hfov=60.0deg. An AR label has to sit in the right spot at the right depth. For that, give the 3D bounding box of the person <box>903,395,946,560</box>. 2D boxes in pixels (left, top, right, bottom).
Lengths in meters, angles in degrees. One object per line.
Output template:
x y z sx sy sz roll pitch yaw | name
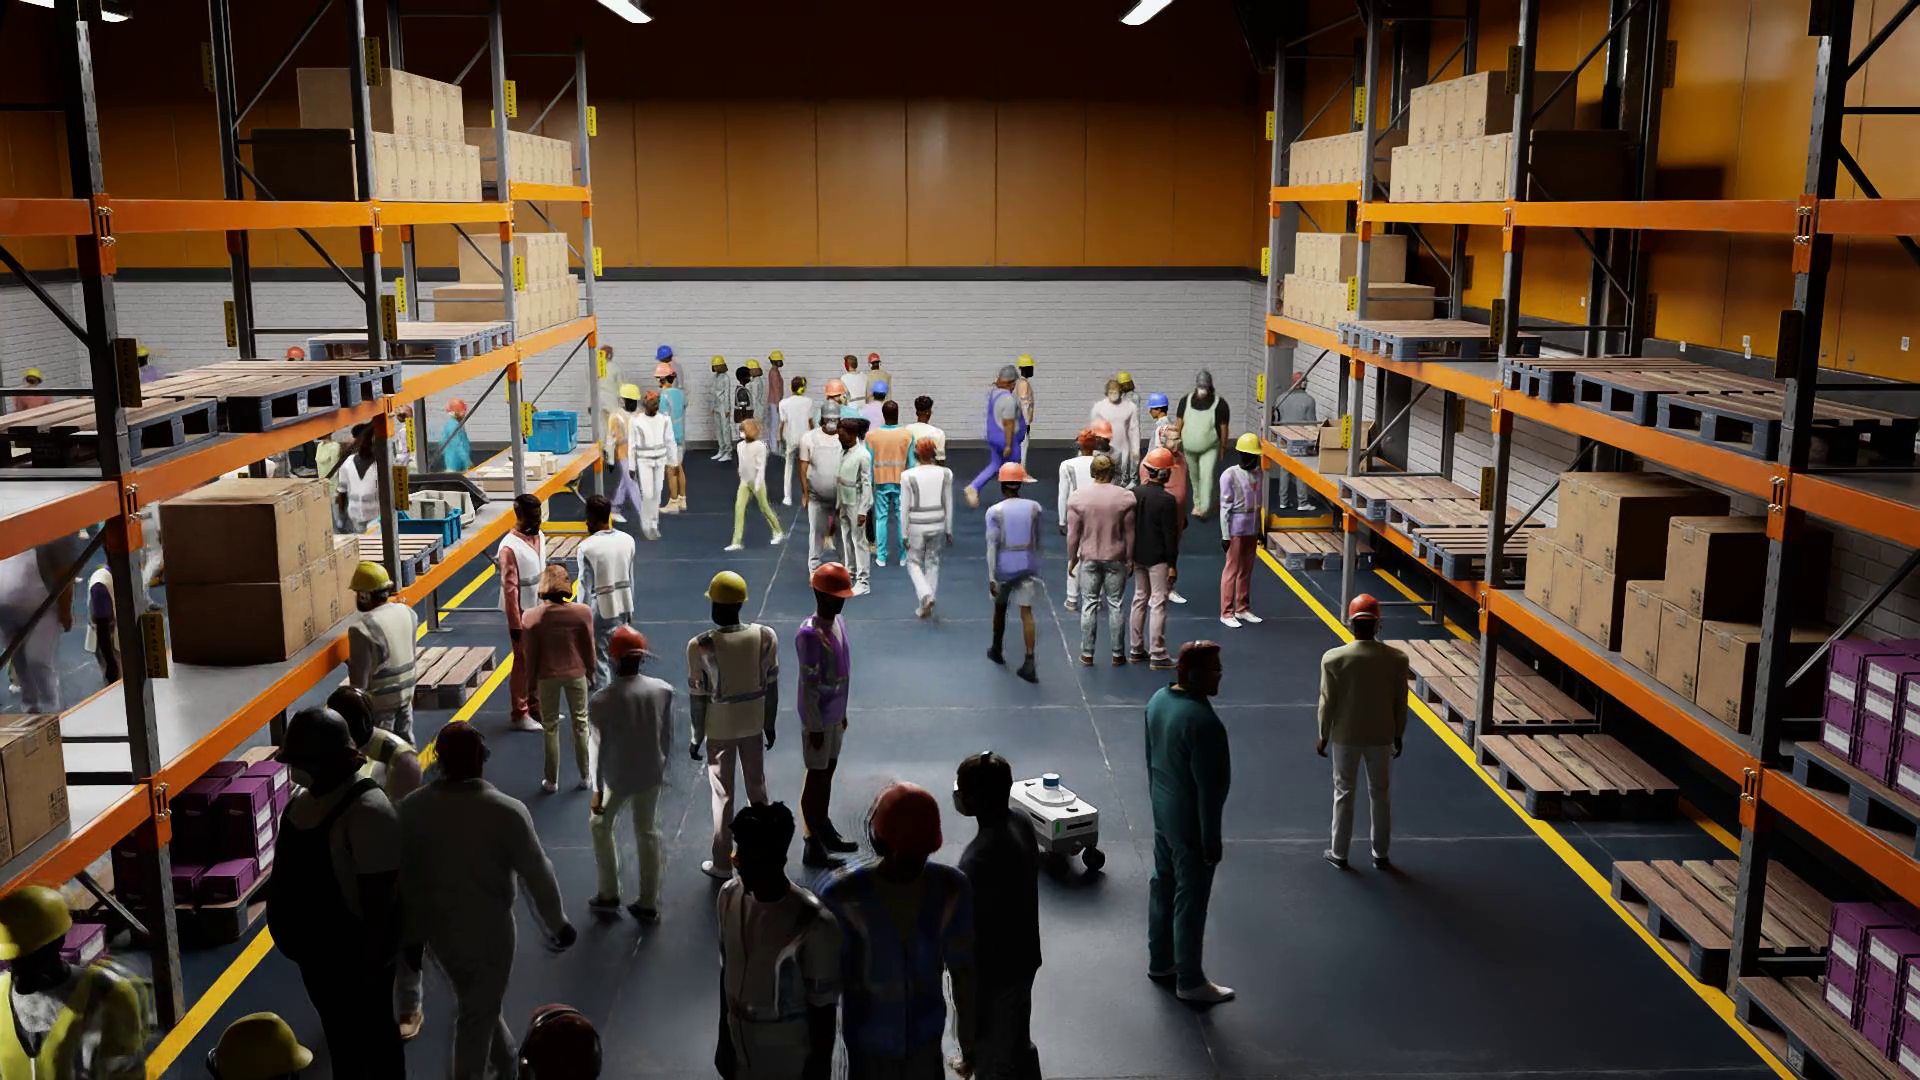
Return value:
-0.442 -0.714 19.434 0.599 1.958 0.374 4 12 21 | person

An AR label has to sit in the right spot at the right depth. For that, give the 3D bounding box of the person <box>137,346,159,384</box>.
-13.158 -2.181 26.889 0.424 1.908 0.627 1 11 3 | person

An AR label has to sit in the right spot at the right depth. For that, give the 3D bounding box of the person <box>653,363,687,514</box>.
-3.954 -1.377 22.530 0.393 2.041 0.614 4 12 18 | person

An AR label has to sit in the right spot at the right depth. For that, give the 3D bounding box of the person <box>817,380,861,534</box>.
-1.532 -1.020 20.902 0.619 1.989 0.396 4 12 20 | person

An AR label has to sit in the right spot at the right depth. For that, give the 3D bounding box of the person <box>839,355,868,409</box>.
-1.656 -1.973 26.026 0.374 1.840 0.571 10 15 41 | person

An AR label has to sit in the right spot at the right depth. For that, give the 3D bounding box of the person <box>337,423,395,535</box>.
-6.143 -0.275 17.341 0.646 1.924 0.967 1 11 6 | person

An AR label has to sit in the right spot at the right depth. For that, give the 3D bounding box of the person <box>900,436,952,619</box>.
-0.323 -0.100 16.567 0.580 1.868 0.511 -4 12 -20 | person

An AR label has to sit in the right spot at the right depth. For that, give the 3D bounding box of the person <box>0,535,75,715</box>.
-7.326 0.536 12.944 0.711 2.000 0.641 1 11 7 | person

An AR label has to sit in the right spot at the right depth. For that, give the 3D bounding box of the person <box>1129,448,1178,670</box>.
1.754 0.161 14.939 0.395 1.993 0.614 -7 13 -31 | person

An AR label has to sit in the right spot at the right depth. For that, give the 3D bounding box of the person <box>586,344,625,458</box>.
-5.849 -2.271 27.466 0.669 1.924 0.572 3 12 17 | person

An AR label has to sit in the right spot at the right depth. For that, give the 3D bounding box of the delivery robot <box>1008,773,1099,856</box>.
0.573 1.720 10.510 0.477 0.478 0.707 -6 13 -27 | delivery robot

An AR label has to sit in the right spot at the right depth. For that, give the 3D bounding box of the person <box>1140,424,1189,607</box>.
2.148 -0.251 17.233 0.655 1.904 0.407 -10 15 -42 | person

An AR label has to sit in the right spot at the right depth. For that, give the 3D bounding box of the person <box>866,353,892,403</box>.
-1.396 -2.222 27.519 0.561 1.742 0.337 -8 14 -36 | person

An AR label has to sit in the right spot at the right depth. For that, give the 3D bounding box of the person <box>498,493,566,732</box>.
-3.425 0.568 13.137 0.411 1.907 0.594 2 11 10 | person

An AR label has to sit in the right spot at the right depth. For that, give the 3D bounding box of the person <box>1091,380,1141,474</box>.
2.054 -1.197 22.078 0.649 1.881 0.996 -1 11 -7 | person

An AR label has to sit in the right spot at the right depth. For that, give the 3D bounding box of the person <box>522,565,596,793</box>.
-2.819 0.978 11.750 0.498 1.633 0.278 -3 12 -16 | person

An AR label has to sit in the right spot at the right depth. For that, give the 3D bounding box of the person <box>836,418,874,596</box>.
-1.139 -0.361 17.763 0.390 1.914 0.587 -7 13 -32 | person

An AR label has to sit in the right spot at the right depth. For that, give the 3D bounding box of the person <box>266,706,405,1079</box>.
-2.714 1.683 7.195 0.684 2.000 0.536 9 14 38 | person

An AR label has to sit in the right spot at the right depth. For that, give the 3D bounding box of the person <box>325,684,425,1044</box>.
-2.940 1.590 8.196 0.631 1.832 0.431 3 12 13 | person

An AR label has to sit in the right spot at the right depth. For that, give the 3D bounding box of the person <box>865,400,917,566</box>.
-0.797 -0.648 19.197 0.597 1.914 0.371 0 11 -2 | person

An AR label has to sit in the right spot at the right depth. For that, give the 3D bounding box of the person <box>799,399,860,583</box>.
-1.415 -0.537 18.323 0.684 2.000 0.538 -2 11 -10 | person

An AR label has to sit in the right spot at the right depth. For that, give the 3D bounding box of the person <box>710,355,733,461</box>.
-3.926 -2.161 27.243 0.324 1.737 0.485 -8 14 -35 | person

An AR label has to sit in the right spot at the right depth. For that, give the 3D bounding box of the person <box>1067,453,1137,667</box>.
1.273 0.187 14.964 0.627 1.936 0.376 1 11 6 | person

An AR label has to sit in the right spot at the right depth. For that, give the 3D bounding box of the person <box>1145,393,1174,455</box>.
2.400 -0.798 19.917 0.420 1.933 0.619 3 12 13 | person

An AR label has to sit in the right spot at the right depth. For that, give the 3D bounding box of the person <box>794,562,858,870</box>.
-0.825 1.085 10.464 0.376 1.932 0.543 3 12 16 | person

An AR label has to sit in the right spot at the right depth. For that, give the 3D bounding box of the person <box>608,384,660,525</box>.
-4.250 -1.095 21.574 1.055 1.860 0.596 8 14 33 | person

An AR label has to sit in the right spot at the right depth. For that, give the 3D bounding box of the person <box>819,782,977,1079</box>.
-0.230 1.876 6.276 0.651 2.022 0.430 -5 12 -22 | person

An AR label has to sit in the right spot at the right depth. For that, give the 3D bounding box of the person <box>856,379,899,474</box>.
-1.099 -1.112 21.561 0.617 1.907 0.795 1 11 5 | person

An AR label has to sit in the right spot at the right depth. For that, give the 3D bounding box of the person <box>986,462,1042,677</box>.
0.483 0.253 14.766 0.533 1.888 0.962 -2 12 -12 | person

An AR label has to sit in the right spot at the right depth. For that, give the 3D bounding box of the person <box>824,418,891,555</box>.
-1.284 -0.639 19.824 0.862 1.659 0.534 1 11 7 | person

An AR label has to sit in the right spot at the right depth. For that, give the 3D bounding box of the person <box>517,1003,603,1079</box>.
-1.116 2.242 4.774 0.648 1.895 0.403 -9 14 -37 | person
